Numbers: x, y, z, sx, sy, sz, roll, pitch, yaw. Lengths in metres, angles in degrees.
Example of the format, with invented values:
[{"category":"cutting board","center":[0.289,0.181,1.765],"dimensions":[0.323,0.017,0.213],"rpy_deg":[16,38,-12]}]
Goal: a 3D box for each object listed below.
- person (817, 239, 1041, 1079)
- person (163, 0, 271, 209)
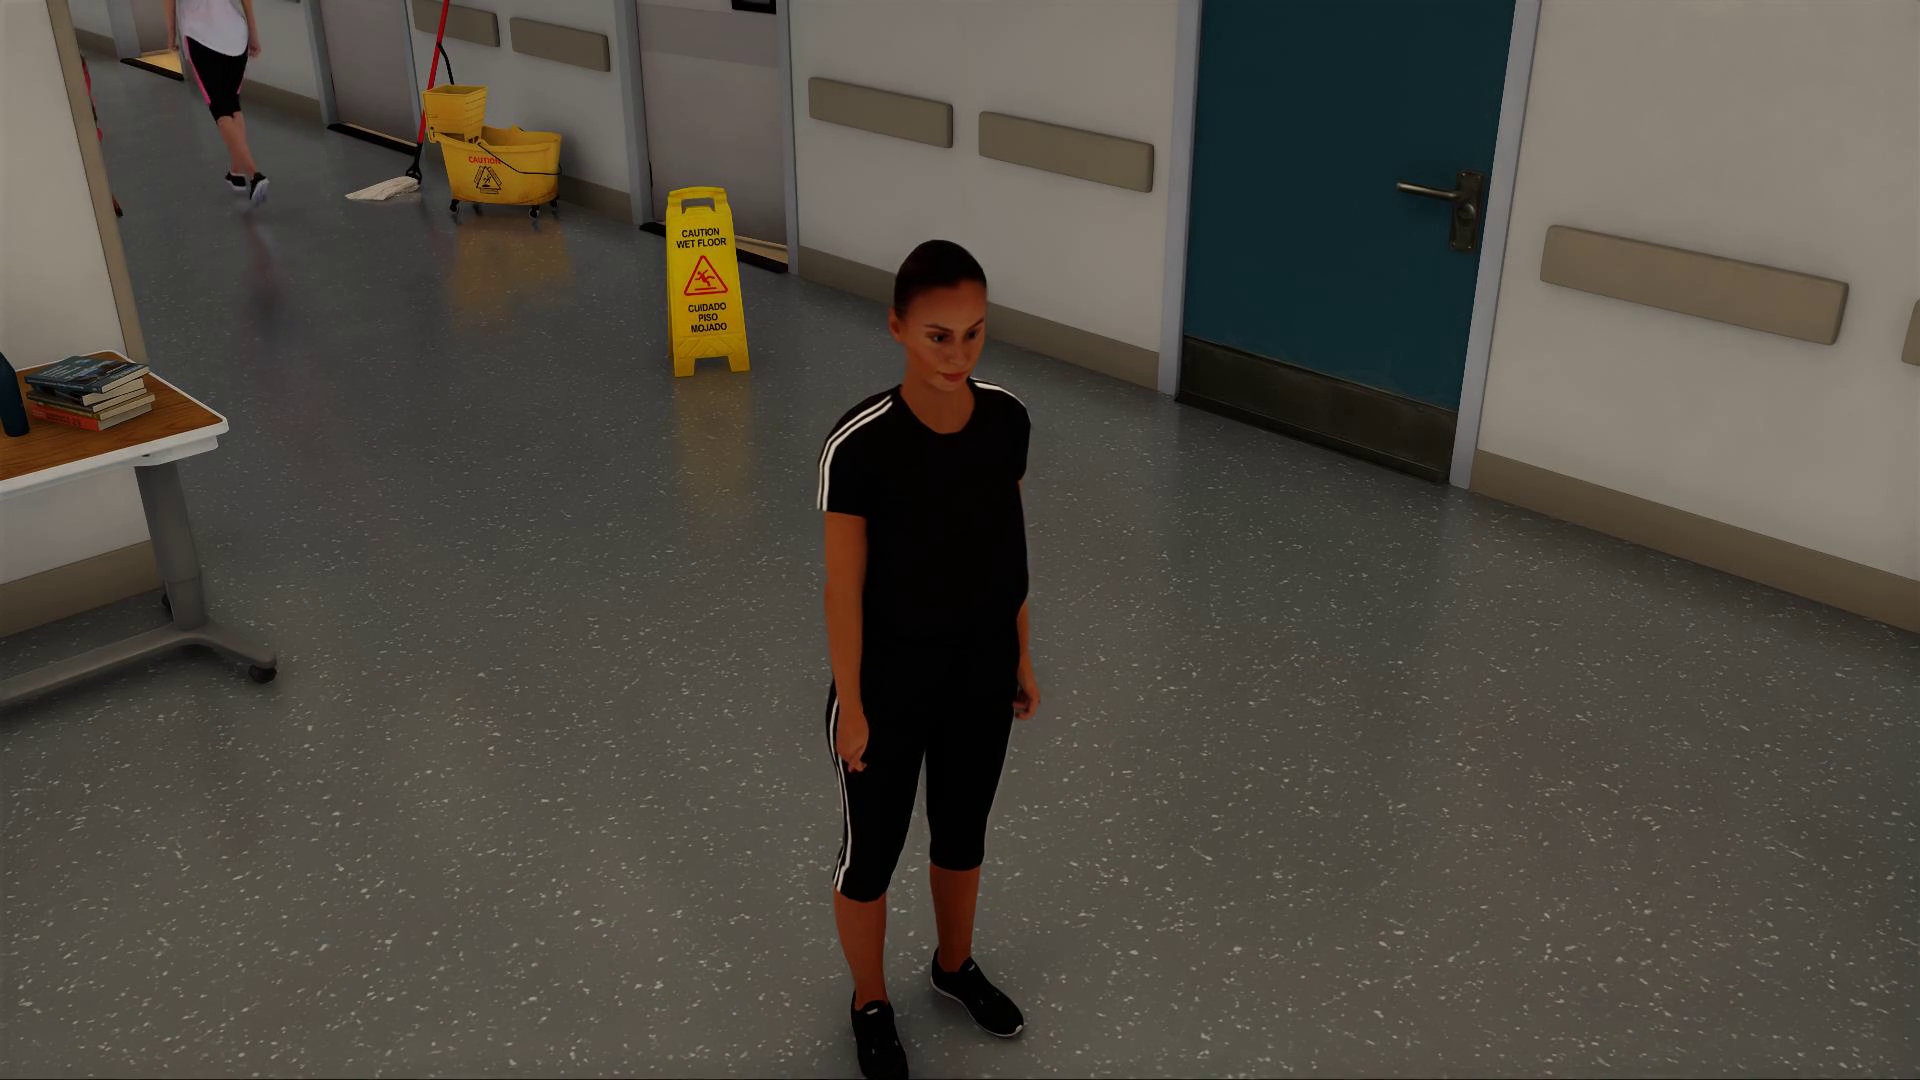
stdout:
[{"category":"person","center":[-0.067,0.247,3.123],"dimensions":[0.625,1.669,0.581],"rpy_deg":[-15,30,-28]},{"category":"person","center":[-4.062,-2.691,9.123],"dimensions":[0.670,1.750,1.154],"rpy_deg":[-20,32,-36]}]
